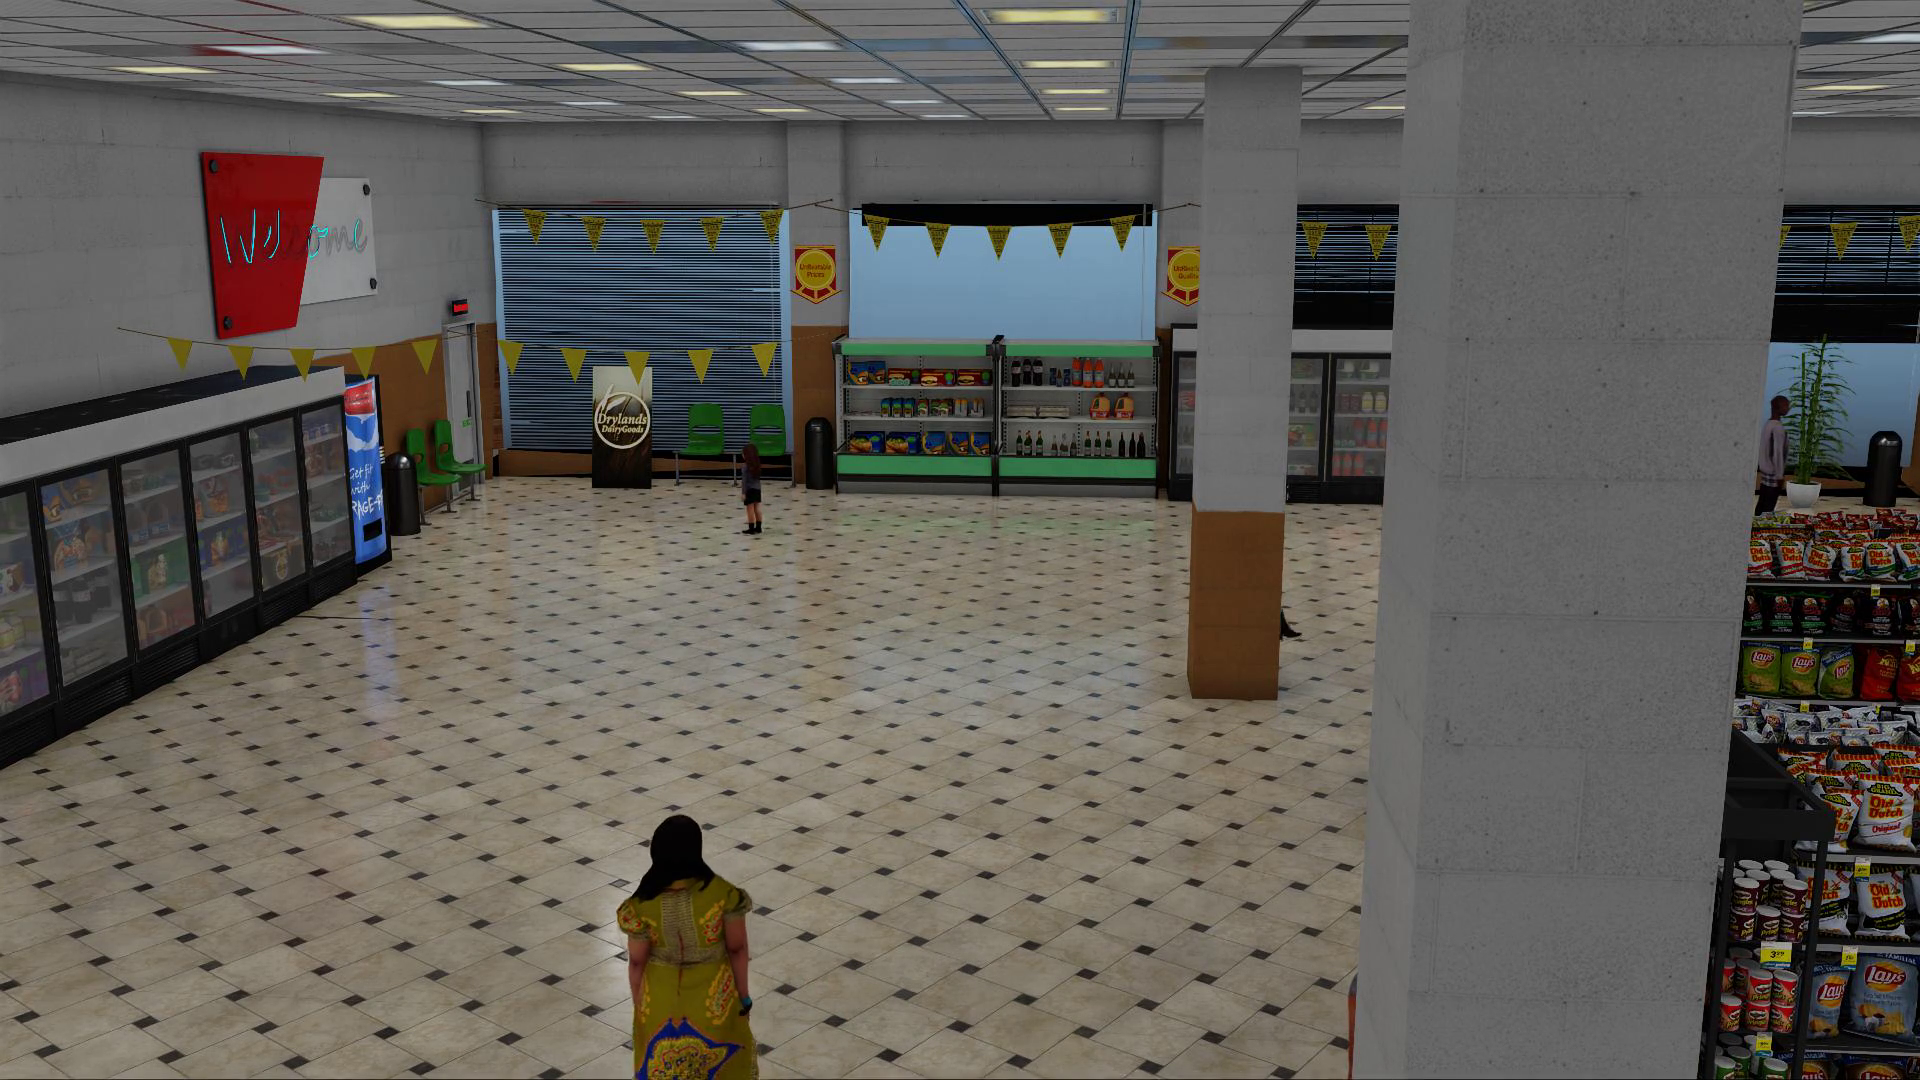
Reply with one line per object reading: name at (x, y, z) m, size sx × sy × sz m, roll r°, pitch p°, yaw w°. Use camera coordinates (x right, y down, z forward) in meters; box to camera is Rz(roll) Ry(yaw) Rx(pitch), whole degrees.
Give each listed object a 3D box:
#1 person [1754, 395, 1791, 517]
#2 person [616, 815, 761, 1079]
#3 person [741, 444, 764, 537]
person at (9.374, -0.792, 19.241) m, size 0.553 × 1.773 × 0.626 m, roll 2°, pitch 12°, yaw 10°
person at (-1.077, 1.921, 6.655) m, size 0.867 × 1.650 × 0.898 m, roll -2°, pitch 12°, yaw -11°
person at (-2.498, -0.611, 20.000) m, size 0.542 × 1.106 × 0.525 m, roll 7°, pitch 14°, yaw 29°
